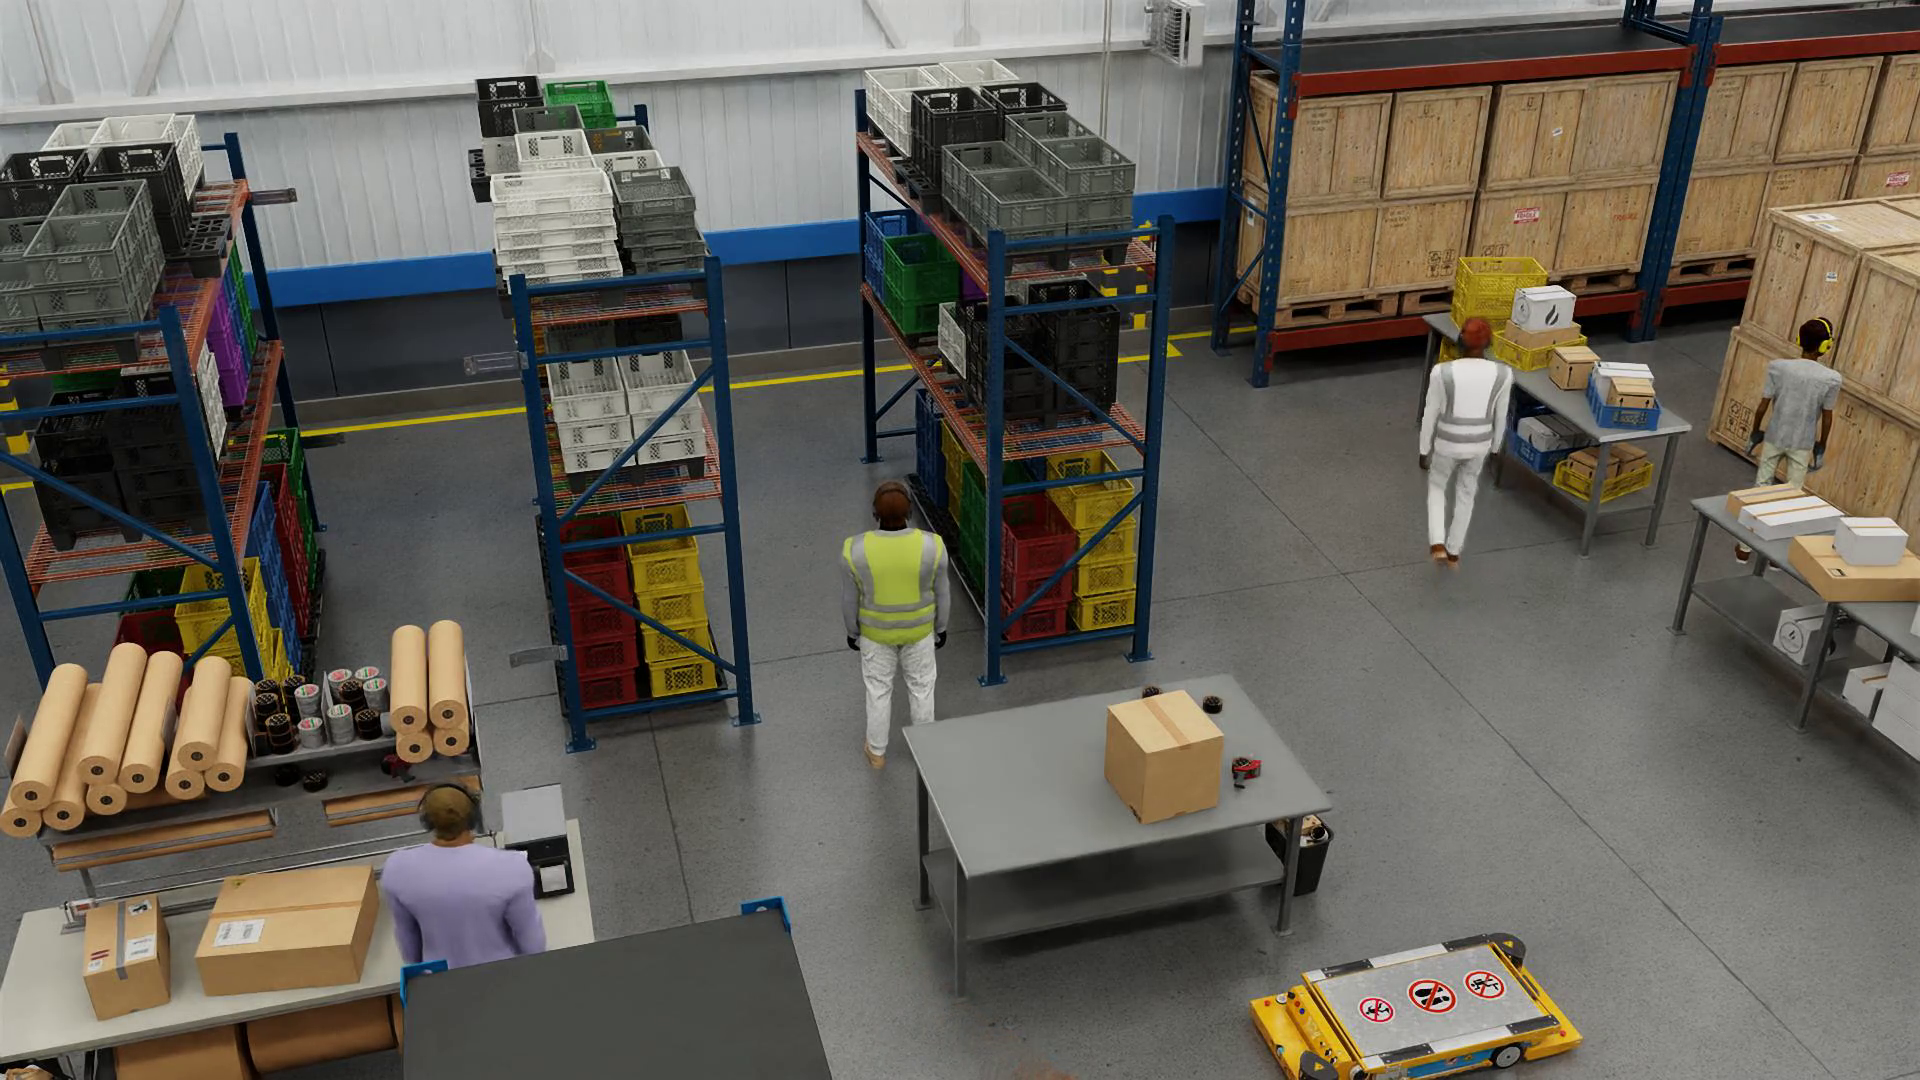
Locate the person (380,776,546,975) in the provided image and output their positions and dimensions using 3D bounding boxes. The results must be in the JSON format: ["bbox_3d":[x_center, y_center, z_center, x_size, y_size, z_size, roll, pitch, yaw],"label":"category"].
[{"bbox_3d":[-2.063,1.835,7.088,0.627,1.931,0.370,1,29,1],"label":"person"}]

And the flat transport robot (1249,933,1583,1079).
[{"bbox_3d":[2.184,2.282,7.980,1.431,0.197,0.652,-8,30,-14],"label":"flat transport robot"}]

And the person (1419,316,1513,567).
[{"bbox_3d":[3.517,-0.662,11.690,0.585,1.868,0.415,3,29,5],"label":"person"}]

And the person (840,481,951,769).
[{"bbox_3d":[-0.367,0.498,9.605,0.626,1.846,0.429,-3,29,-5],"label":"person"}]

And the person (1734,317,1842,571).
[{"bbox_3d":[5.828,-0.672,11.715,0.519,1.865,0.331,19,34,30],"label":"person"}]
